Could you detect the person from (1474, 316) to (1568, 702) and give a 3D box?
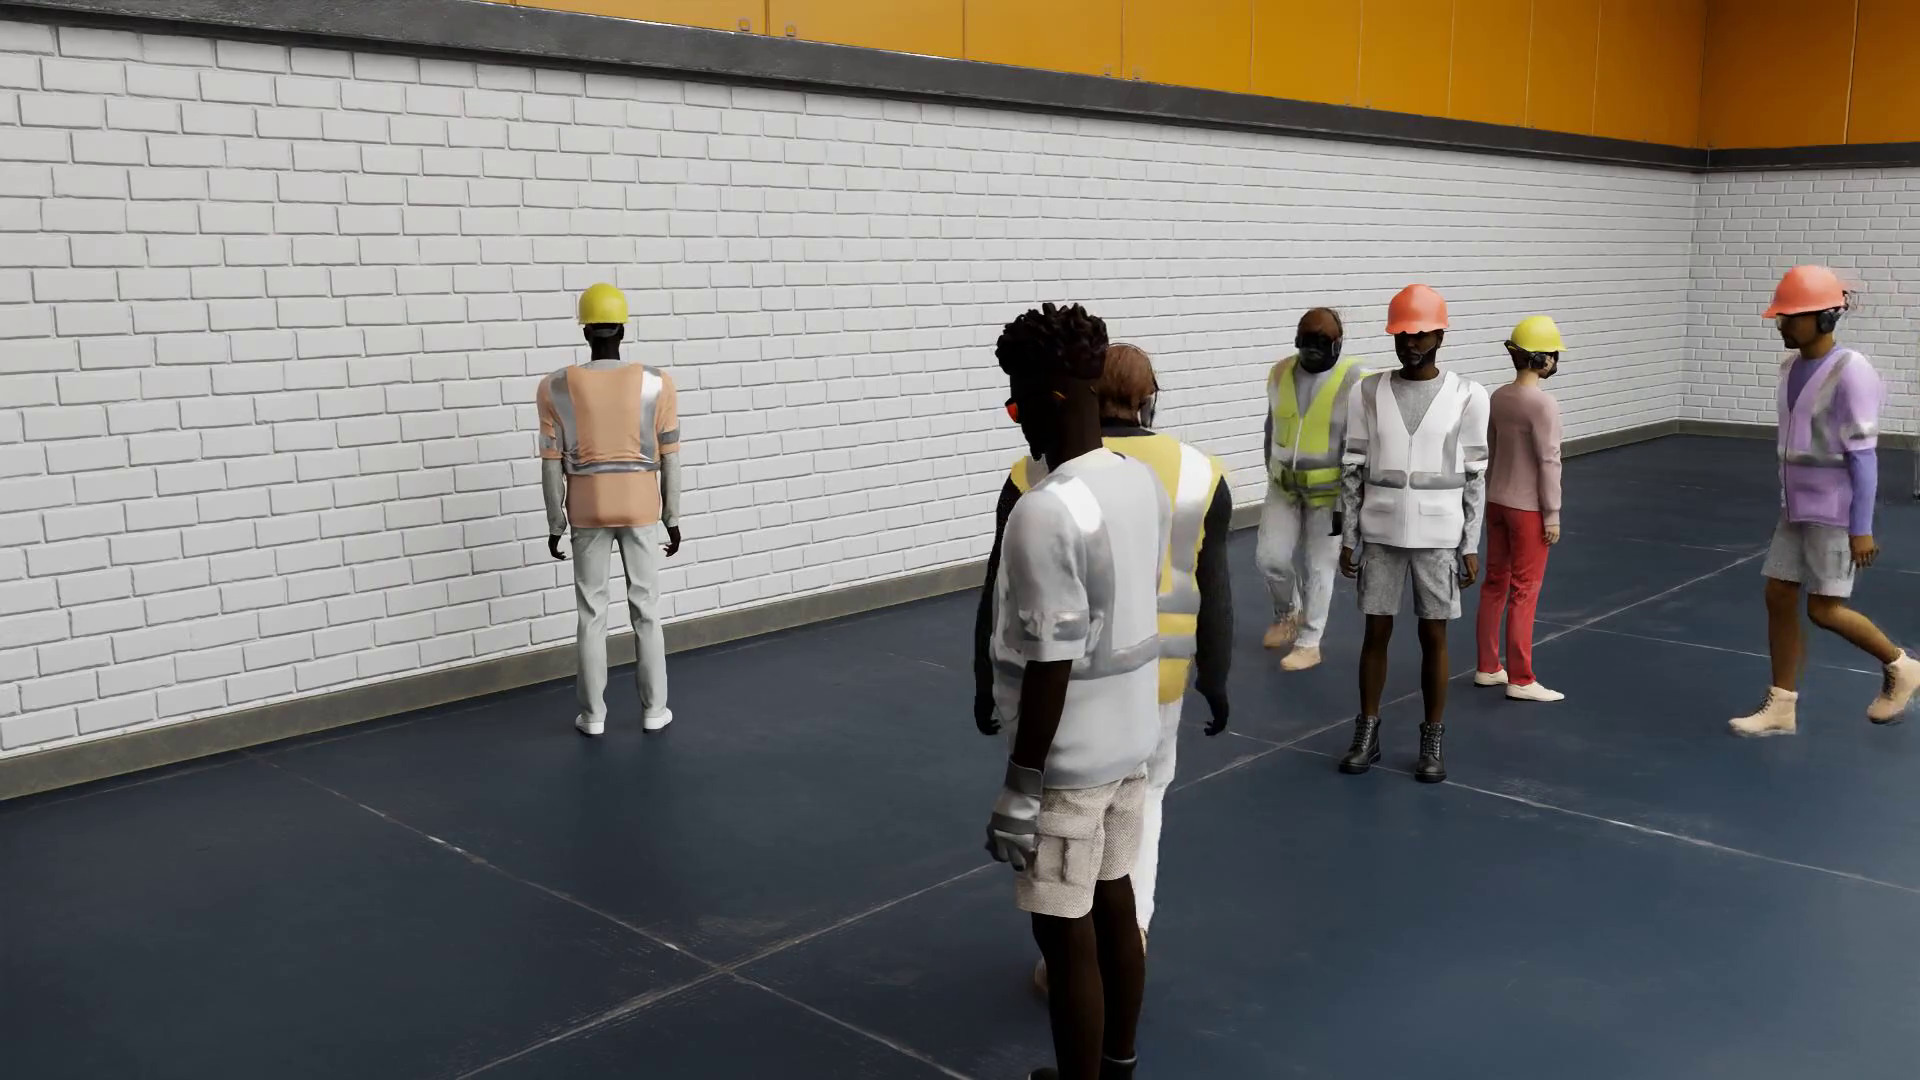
[{"bbox_3d":[2.606,-0.143,7.681,0.312,1.768,0.522,-2,10,-14],"label":"person"}]

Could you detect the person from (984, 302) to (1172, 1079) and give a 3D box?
[{"bbox_3d":[0.242,0.458,3.706,0.379,1.959,0.604,5,11,27],"label":"person"}]

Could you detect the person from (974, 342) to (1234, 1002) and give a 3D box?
[{"bbox_3d":[0.381,0.377,4.555,0.719,1.819,0.437,0,10,-2],"label":"person"}]

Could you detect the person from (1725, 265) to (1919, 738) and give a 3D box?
[{"bbox_3d":[3.677,-0.136,6.946,0.774,2.011,0.634,-1,10,-4],"label":"person"}]

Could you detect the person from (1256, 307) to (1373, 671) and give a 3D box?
[{"bbox_3d":[1.723,-0.225,8.047,0.655,1.802,0.523,8,13,37],"label":"person"}]

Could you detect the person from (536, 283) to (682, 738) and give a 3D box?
[{"bbox_3d":[-1.474,-0.116,7.059,0.587,1.930,0.360,-2,10,-13],"label":"person"}]

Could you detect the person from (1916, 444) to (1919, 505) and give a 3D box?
[{"bbox_3d":[8.035,-1.164,13.340,0.585,1.812,0.628,0,10,-2],"label":"person"}]

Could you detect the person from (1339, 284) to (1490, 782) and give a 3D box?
[{"bbox_3d":[1.752,-0.020,6.487,0.551,1.936,0.357,4,11,23],"label":"person"}]
